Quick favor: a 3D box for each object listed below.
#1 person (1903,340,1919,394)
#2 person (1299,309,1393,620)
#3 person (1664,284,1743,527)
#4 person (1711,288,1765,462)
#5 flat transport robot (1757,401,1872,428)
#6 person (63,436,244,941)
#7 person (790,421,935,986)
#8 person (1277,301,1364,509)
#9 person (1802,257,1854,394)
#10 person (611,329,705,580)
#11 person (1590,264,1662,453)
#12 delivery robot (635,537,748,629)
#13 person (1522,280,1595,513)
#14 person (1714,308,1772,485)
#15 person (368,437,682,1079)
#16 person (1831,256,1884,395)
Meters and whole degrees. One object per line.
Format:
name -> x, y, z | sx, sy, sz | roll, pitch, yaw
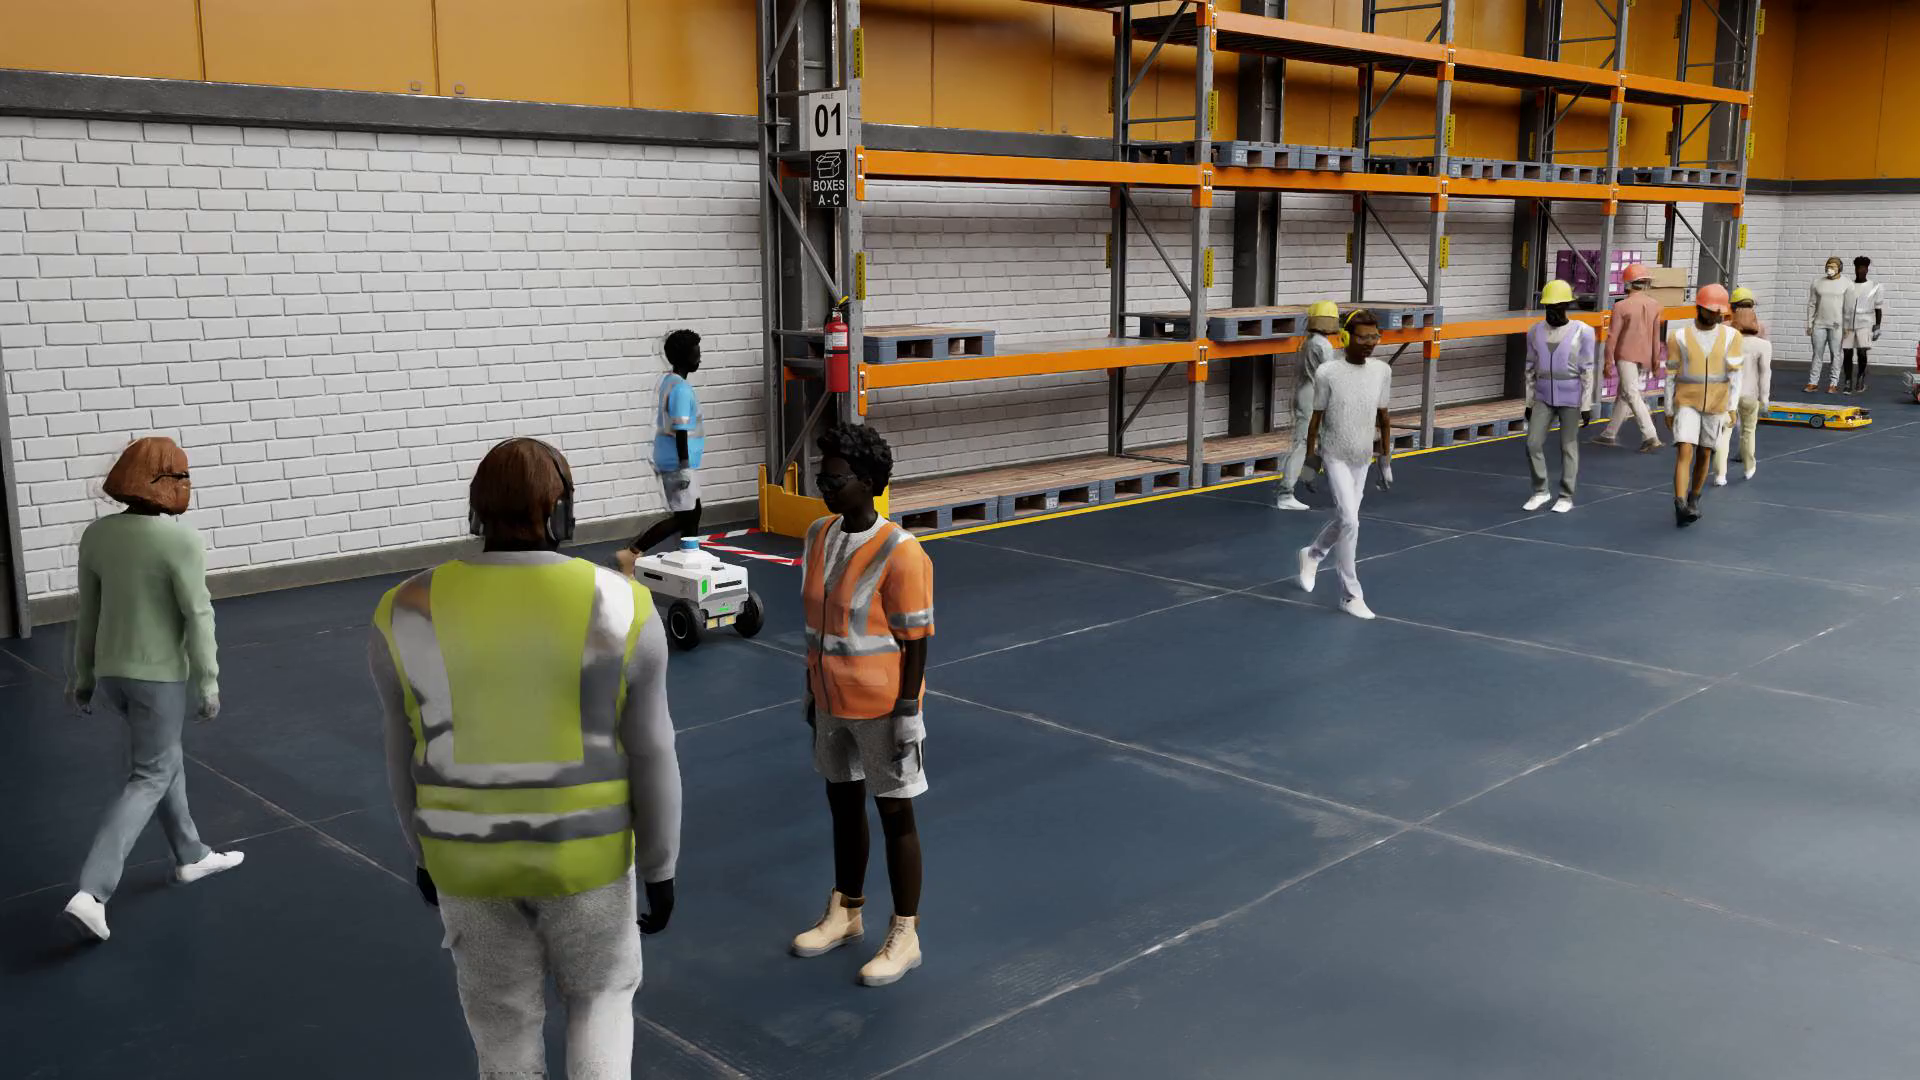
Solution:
person -> 13.817, -2.911, 23.448 | 0.730, 1.734, 0.560 | 0, 10, -1
person -> 2.322, -0.493, 10.061 | 0.523, 1.826, 0.921 | -3, 11, -18
person -> 5.758, -1.042, 12.918 | 0.534, 1.867, 0.993 | 3, 11, 14
person -> 7.743, -1.660, 16.679 | 0.526, 1.720, 0.908 | -3, 11, -15
flat transport robot -> 9.965, -1.504, 19.772 | 0.652, 0.197, 1.431 | -10, 14, -44
person -> -2.719, 0.464, 5.448 | 0.541, 1.590, 0.804 | 4, 11, 21
person -> -0.294, 0.488, 5.019 | 0.321, 1.696, 0.537 | -10, 14, -42
person -> 2.999, -1.095, 13.632 | 0.857, 1.697, 0.517 | 0, 10, -1
person -> 12.374, -3.051, 23.661 | 0.372, 1.939, 0.629 | -10, 14, -42
person -> -1.831, -0.475, 10.358 | 0.644, 1.677, 0.545 | -3, 11, -15
person -> 7.036, -1.892, 17.374 | 0.627, 1.943, 1.029 | -5, 12, -25
delivery robot -> -1.509, 0.226, 9.310 | 0.477, 0.478, 0.707 | -10, 14, -44
person -> 4.813, -1.138, 13.379 | 0.588, 1.887, 0.595 | 9, 14, 42
person -> 7.060, -1.302, 15.074 | 0.531, 1.583, 0.868 | 7, 12, 33
person -> -0.917, 0.694, 3.576 | 0.629, 1.824, 0.517 | -2, 11, -9
person -> 12.610, -3.016, 23.413 | 0.615, 1.951, 0.411 | 9, 13, 39
